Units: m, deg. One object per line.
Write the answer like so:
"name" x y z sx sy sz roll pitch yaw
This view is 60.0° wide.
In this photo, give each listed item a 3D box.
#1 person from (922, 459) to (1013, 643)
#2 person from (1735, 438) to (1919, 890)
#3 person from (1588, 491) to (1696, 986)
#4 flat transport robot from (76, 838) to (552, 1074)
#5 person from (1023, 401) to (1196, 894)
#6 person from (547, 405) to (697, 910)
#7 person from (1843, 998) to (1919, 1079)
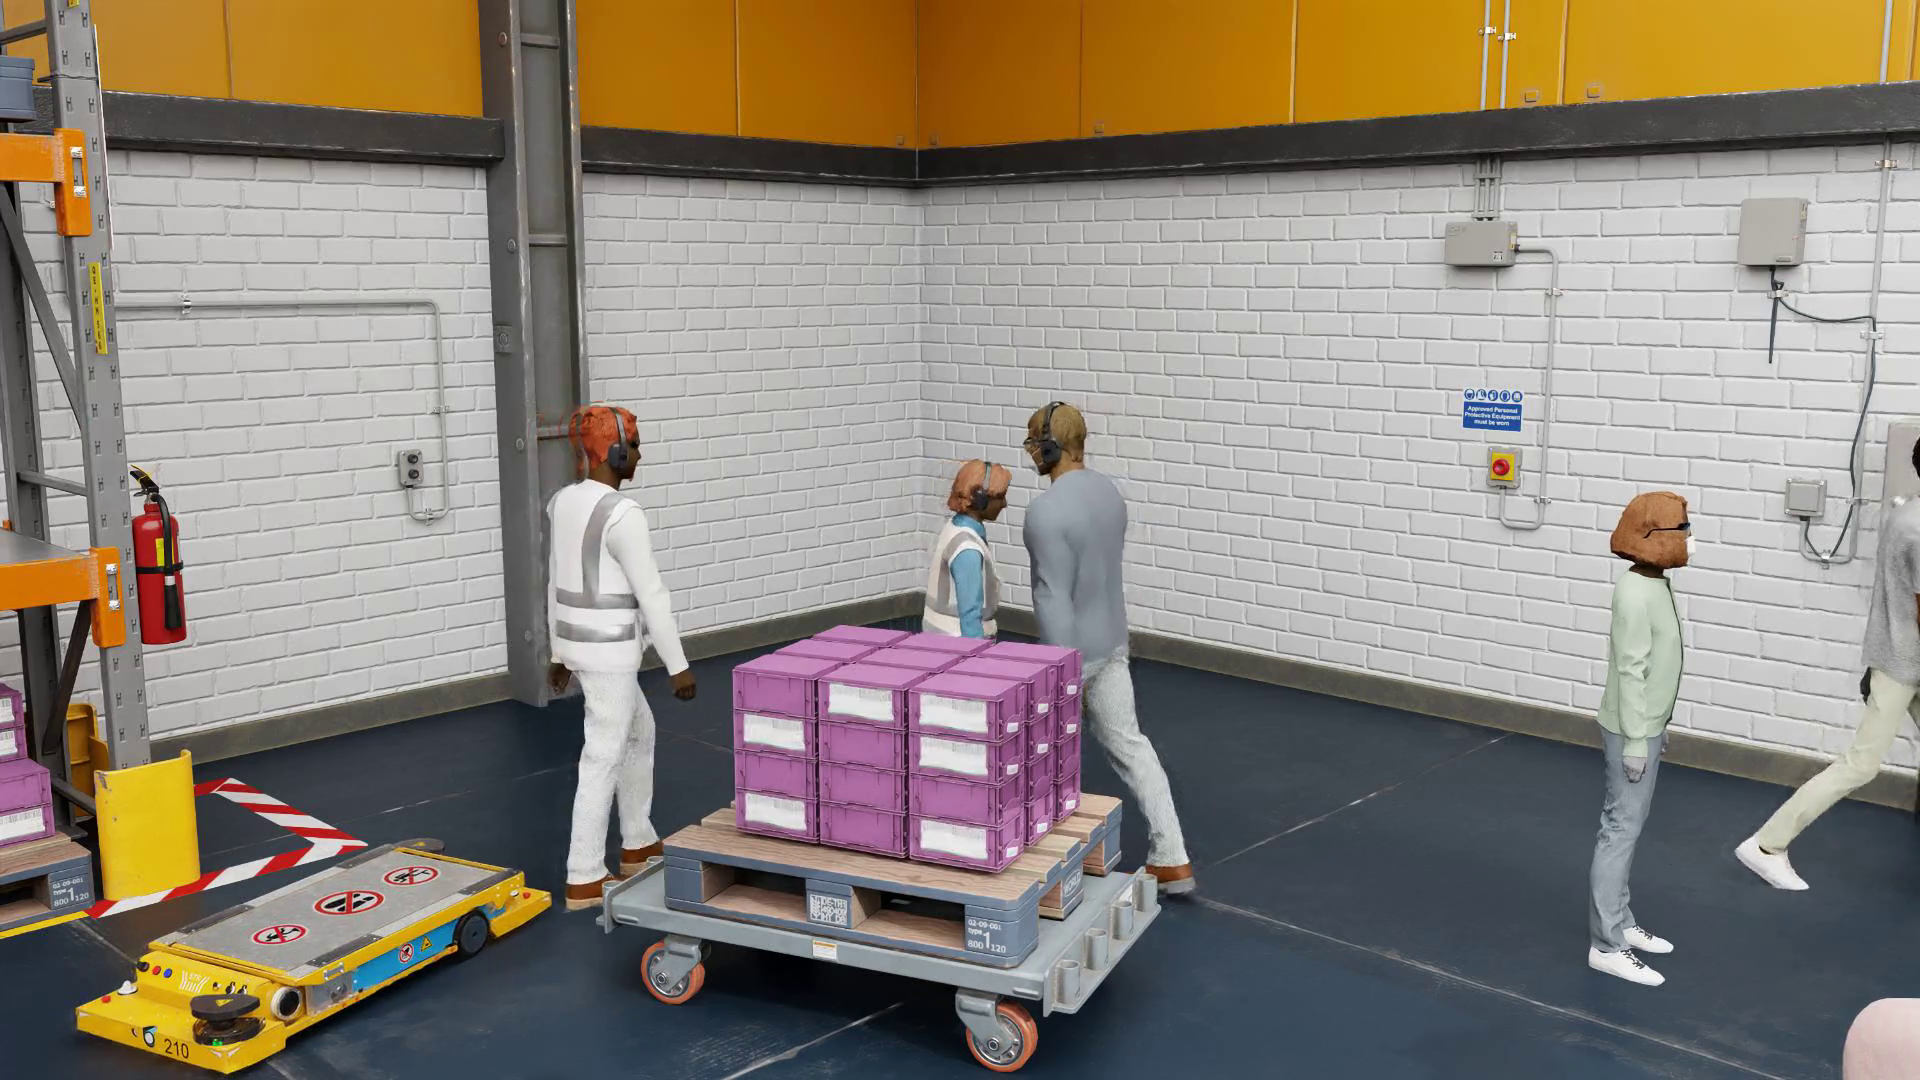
"person" 0.001 0.478 6.636 0.402 1.622 0.540 0 9 -1
"person" 3.439 0.471 6.133 0.975 1.822 0.510 5 11 28
"person" 2.293 0.646 5.588 0.280 1.636 0.501 5 11 29
"flat transport robot" -2.093 1.331 5.560 0.652 0.197 1.431 5 10 26
"person" 0.460 0.415 6.322 1.050 1.887 0.656 7 12 37
"person" -1.215 0.426 6.231 0.737 1.859 0.590 -7 11 -36
"person" 1.413 1.139 2.194 0.523 1.760 0.327 4 10 22
